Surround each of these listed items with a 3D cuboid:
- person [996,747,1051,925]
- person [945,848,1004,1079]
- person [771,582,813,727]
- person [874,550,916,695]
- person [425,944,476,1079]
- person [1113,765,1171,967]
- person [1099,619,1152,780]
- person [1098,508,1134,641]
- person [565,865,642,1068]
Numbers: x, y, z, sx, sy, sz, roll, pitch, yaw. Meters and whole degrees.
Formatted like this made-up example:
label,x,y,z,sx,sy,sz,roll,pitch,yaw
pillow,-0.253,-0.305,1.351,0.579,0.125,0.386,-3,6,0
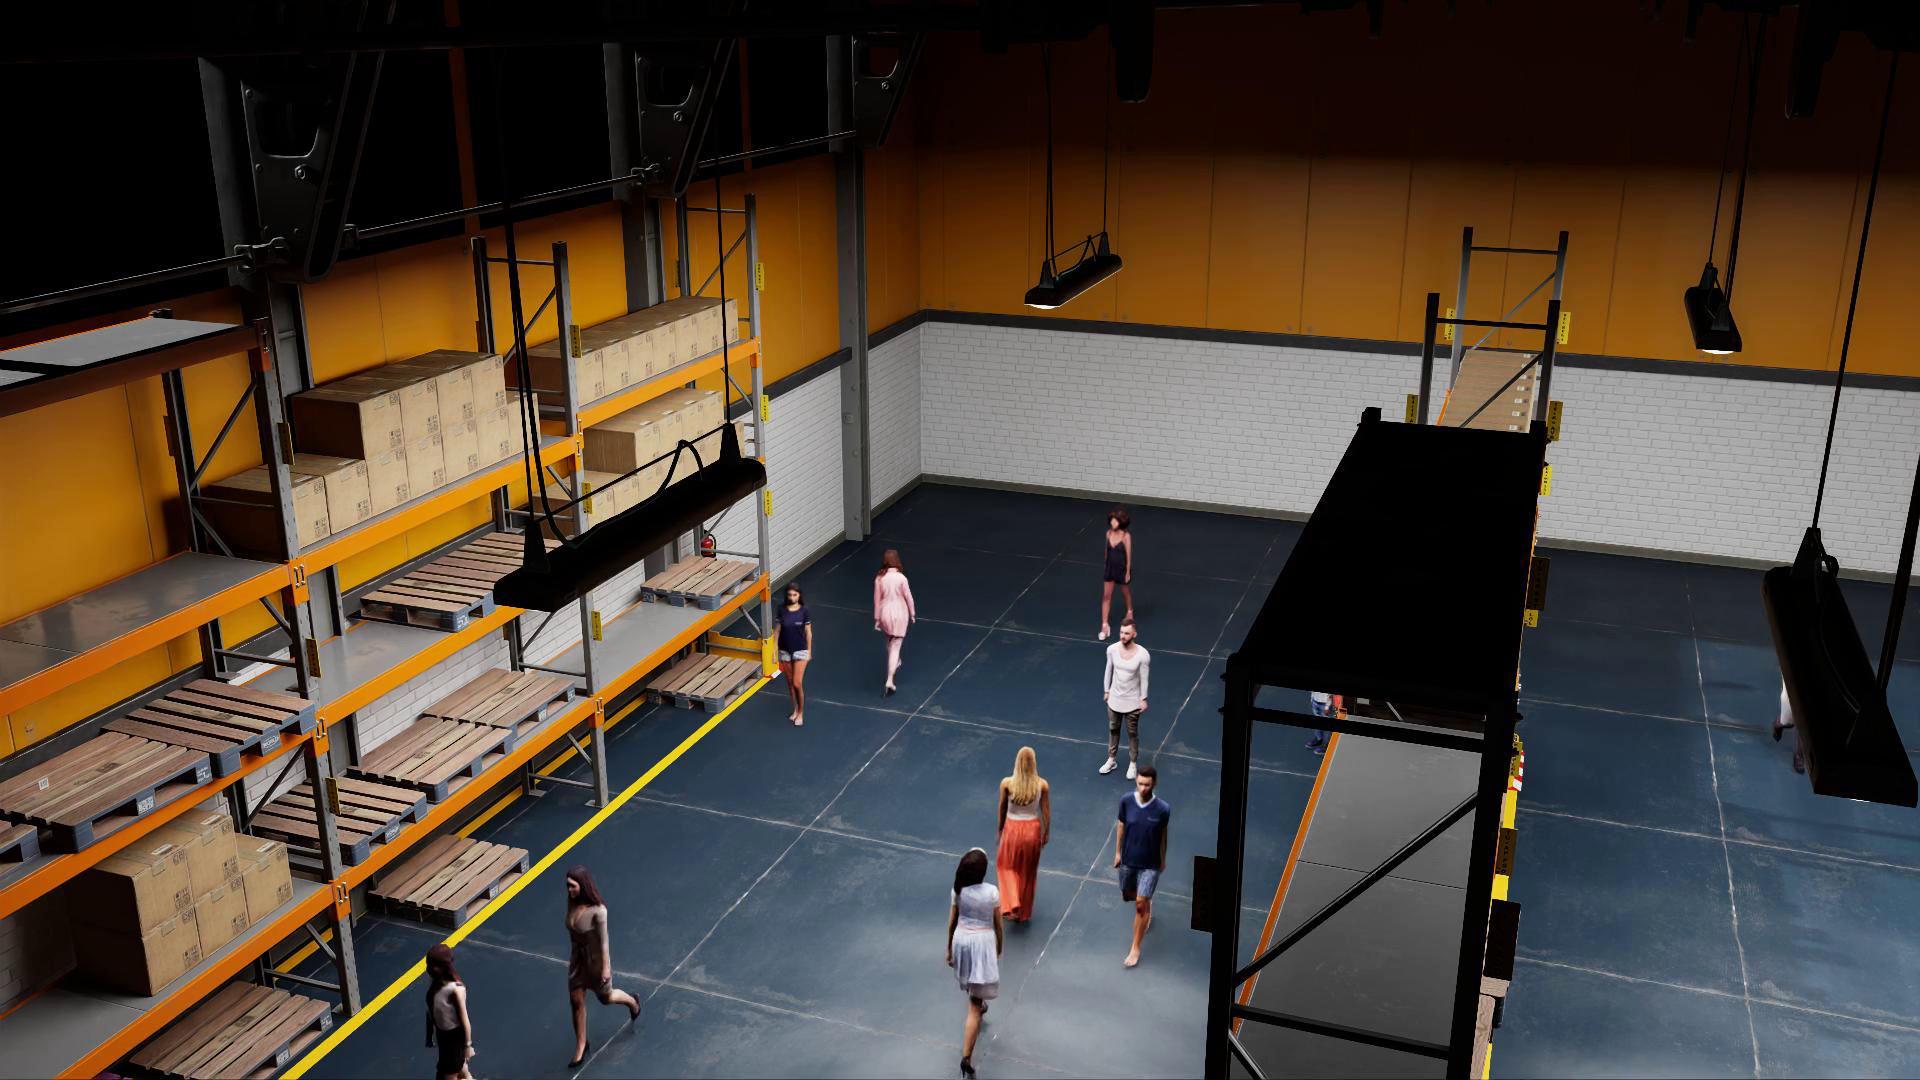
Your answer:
label,x,y,z,sx,sy,sz,roll,pitch,yaw
person,0.559,2.760,15.202,0.771,1.794,0.874,1,19,3
person,0.104,3.419,13.330,0.722,1.740,1.290,5,19,15
person,-1.932,1.294,19.624,0.614,1.750,0.670,5,19,15
person,-0.830,1.030,20.397,0.683,1.758,1.093,5,19,14
person,-3.748,3.743,12.532,0.677,1.635,0.724,16,24,39
person,1.636,2.834,14.938,0.690,1.823,1.107,9,20,24
person,1.817,1.711,18.245,0.694,1.840,0.611,10,21,26
person,2.152,0.424,22.214,0.698,1.747,1.103,11,21,29
person,-2.925,3.385,13.455,0.767,1.725,1.090,12,22,31
